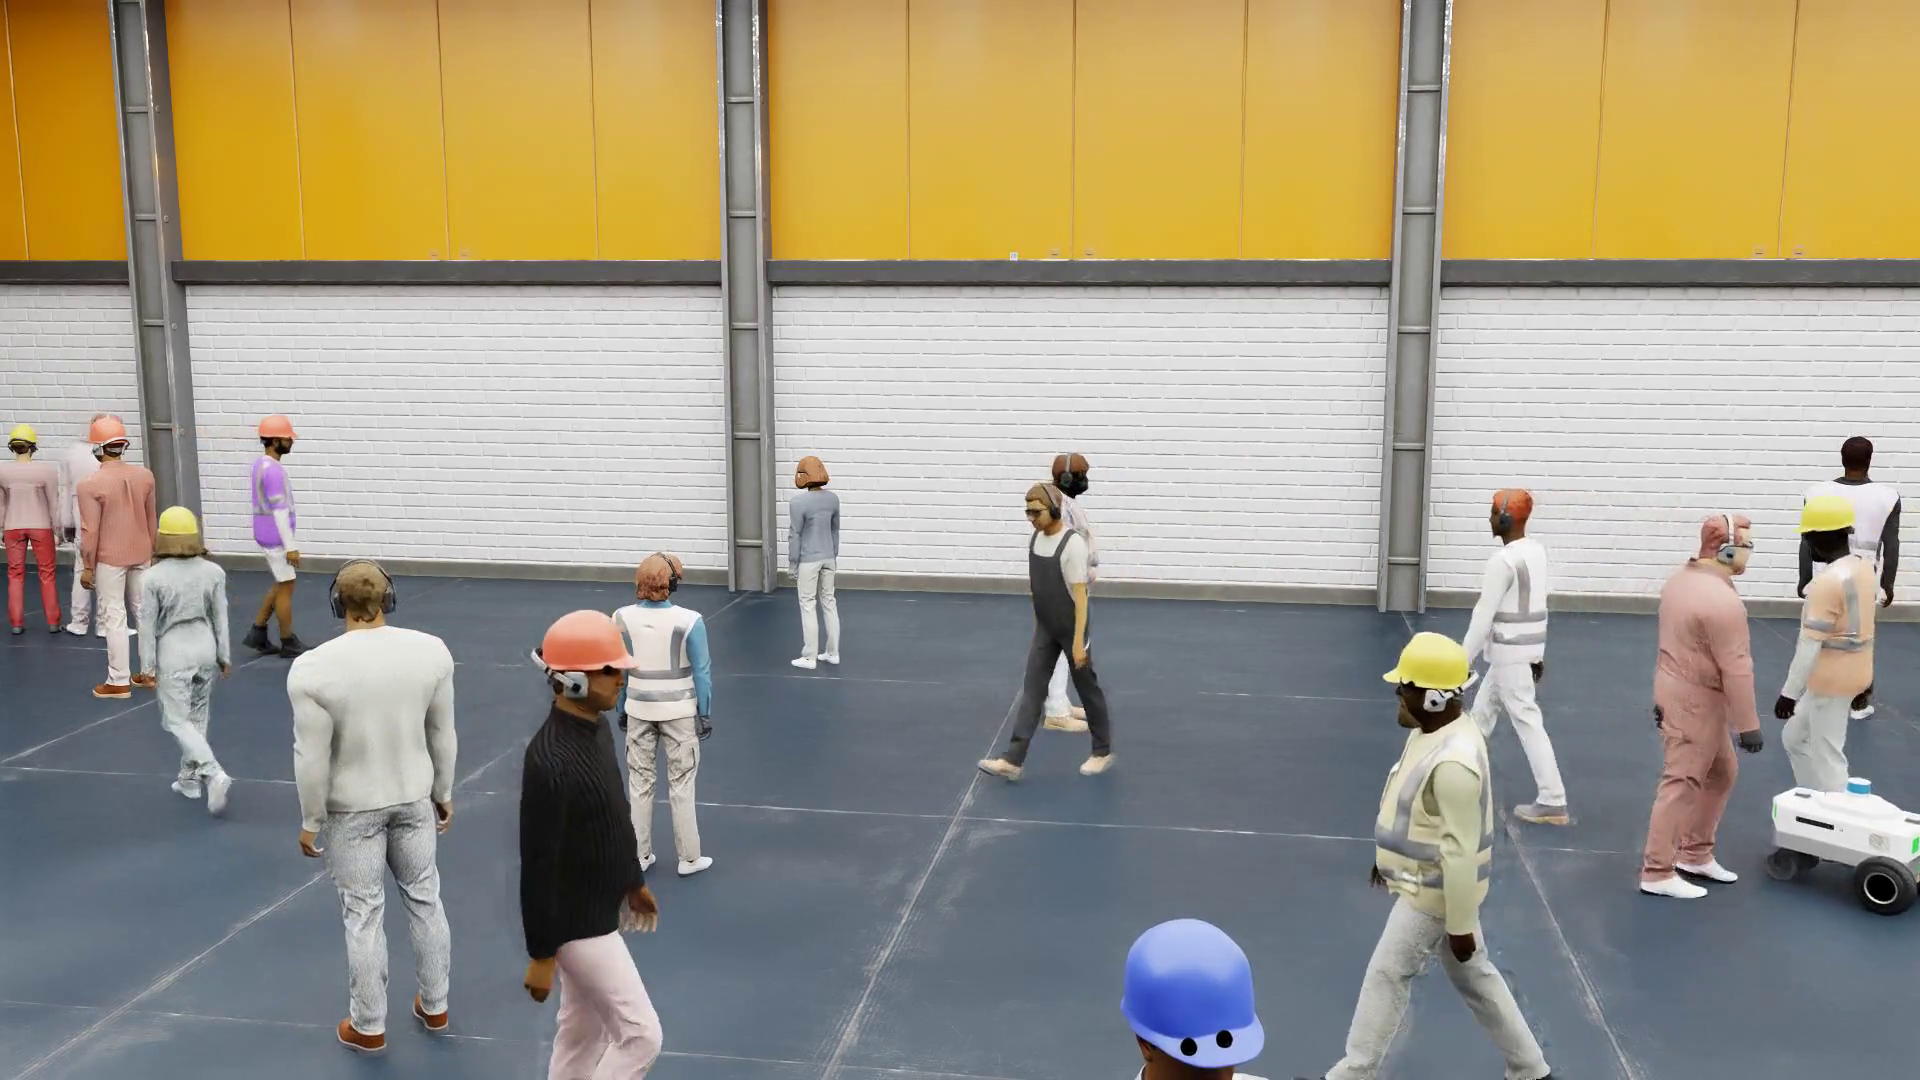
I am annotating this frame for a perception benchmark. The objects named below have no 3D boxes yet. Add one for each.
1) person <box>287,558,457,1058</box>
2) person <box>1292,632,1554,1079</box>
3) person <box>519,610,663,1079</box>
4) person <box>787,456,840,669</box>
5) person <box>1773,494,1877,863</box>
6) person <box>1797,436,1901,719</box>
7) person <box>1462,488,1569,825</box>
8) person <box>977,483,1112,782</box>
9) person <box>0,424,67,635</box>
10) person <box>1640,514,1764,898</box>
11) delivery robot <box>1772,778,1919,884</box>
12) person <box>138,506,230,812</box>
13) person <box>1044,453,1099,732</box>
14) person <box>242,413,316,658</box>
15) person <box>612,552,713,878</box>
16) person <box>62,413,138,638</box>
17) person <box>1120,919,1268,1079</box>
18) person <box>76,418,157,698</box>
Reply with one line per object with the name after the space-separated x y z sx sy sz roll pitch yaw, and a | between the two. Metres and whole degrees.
-2.260 1.031 6.458 0.629 1.936 0.371 -7 12 -38 | person
1.716 1.201 5.898 0.940 1.793 0.602 3 10 16 | person
-1.153 1.192 5.334 0.516 1.974 0.617 -1 9 -6 | person
-1.113 0.169 12.736 0.279 1.624 0.494 8 12 40 | person
4.403 0.710 8.539 0.561 1.899 0.596 8 12 40 | person
6.020 0.257 11.295 0.596 1.915 0.370 5 11 29 | person
3.004 0.627 9.262 0.983 1.830 0.592 7 12 38 | person
0.537 0.555 9.835 0.982 1.780 0.629 -7 11 -36 | person
-7.776 -0.086 13.908 0.521 1.758 0.349 -2 9 -11 | person
3.627 0.810 7.979 0.667 1.882 0.640 1 9 9 | person
4.365 1.405 8.111 0.477 0.478 0.707 -8 12 -39 | delivery robot
-4.334 0.667 9.372 0.732 1.716 0.493 7 12 37 | person
0.707 0.336 11.043 0.429 1.840 0.633 1 9 6 | person
-5.330 -0.023 12.987 0.454 1.935 0.558 -5 10 -28 | person
-1.487 0.877 8.318 0.523 1.640 0.306 2 9 12 | person
-7.151 -0.121 13.792 0.814 1.870 0.397 5 10 27 | person
0.374 1.595 2.946 0.605 1.948 0.390 -4 10 -25 | person
-5.990 0.128 11.849 0.375 1.995 0.611 4 10 23 | person
